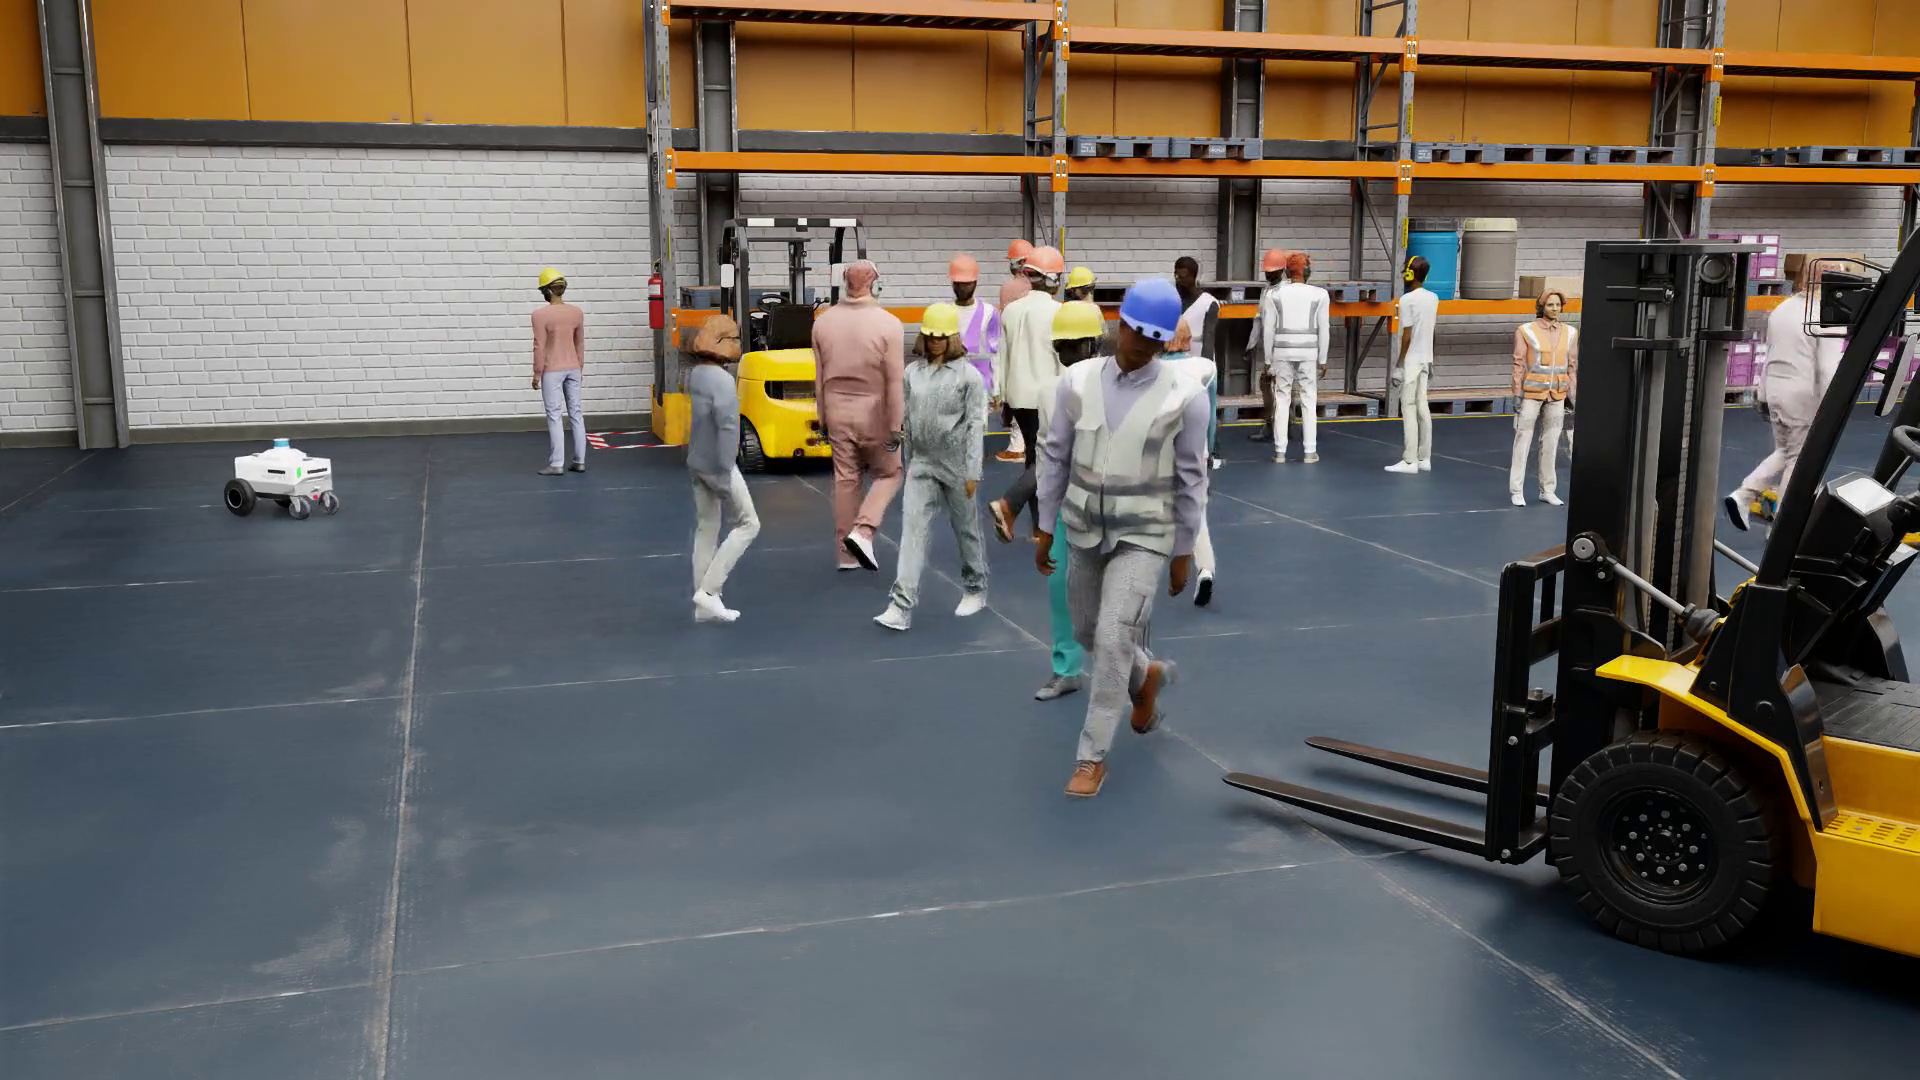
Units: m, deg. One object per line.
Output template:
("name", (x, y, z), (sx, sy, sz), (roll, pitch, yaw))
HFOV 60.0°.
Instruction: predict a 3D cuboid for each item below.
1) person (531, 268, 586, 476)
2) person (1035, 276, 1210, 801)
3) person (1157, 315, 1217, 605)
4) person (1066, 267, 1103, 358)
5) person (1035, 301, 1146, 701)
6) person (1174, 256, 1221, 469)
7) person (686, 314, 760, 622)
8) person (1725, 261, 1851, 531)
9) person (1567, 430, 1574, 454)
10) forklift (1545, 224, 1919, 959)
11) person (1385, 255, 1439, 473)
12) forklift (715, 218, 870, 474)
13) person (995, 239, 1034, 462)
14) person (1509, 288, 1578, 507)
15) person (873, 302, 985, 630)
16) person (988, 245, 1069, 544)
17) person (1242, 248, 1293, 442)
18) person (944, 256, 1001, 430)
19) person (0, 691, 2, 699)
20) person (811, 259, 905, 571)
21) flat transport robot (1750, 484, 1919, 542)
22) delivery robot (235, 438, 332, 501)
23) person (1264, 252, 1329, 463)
("person", (-3.423, -1.426, 14.161), (0.319, 1.763, 0.522), (8, 13, 38))
("person", (0.644, -0.034, 6.212), (0.644, 1.896, 0.854), (6, 12, 31))
("person", (1.188, -0.448, 9.184), (0.533, 1.617, 0.650), (-2, 11, -12))
("person", (1.071, -1.480, 14.460), (0.327, 1.760, 0.523), (-2, 11, -13))
("person", (0.572, -0.178, 7.333), (0.537, 1.749, 0.554), (8, 13, 39))
("person", (1.925, -1.477, 14.189), (1.046, 1.854, 0.606), (-9, 14, -42))
("person", (-1.257, -0.362, 8.700), (0.356, 1.622, 0.499), (-7, 12, -33))
("person", (5.477, -0.891, 10.912), (0.533, 1.876, 0.690), (-1, 10, -8))
("person", (5.813, -1.533, 14.628), (0.830, 1.805, 0.621), (1, 10, 4))
("forklift", (2.909, 0.117, 4.508), (2.313, 2.155, 1.214), (9, 14, 40))
("person", (3.903, -1.509, 14.321), (0.533, 1.868, 0.310), (-9, 14, -42))
("forklift", (-1.522, -1.778, 14.899), (1.214, 2.155, 2.313), (-3, 11, -17))
("person", (0.556, -1.698, 15.008), (0.378, 1.995, 0.609), (10, 14, 44))
("person", (4.394, -1.071, 12.538), (0.514, 1.642, 0.311), (-1, 10, -8))
("person", (-0.108, -0.381, 8.630), (0.492, 1.682, 0.917), (5, 12, 27))
("person", (0.458, -0.918, 10.812), (0.749, 1.973, 0.623), (-10, 14, -44))
("person", (3.038, -1.909, 16.410), (0.685, 1.900, 0.595), (-3, 11, -14))
("person", (0.027, -1.185, 12.520), (0.562, 1.884, 1.021), (1, 10, 5))
("person", (-4.426, -0.176, 7.142), (0.596, 1.824, 0.403), (9, 13, 39))
("person", (-0.601, -0.725, 9.975), (0.651, 1.893, 0.475), (5, 12, 26))
("flat transport robot", (6.047, -0.203, 11.538), (0.652, 0.197, 1.431), (1, 10, 5))
("delivery robot", (-4.926, -0.496, 12.112), (0.707, 0.478, 0.477), (5, 12, 27))
("person", (3.012, -1.627, 14.928), (0.574, 1.881, 0.358), (3, 11, 14))
